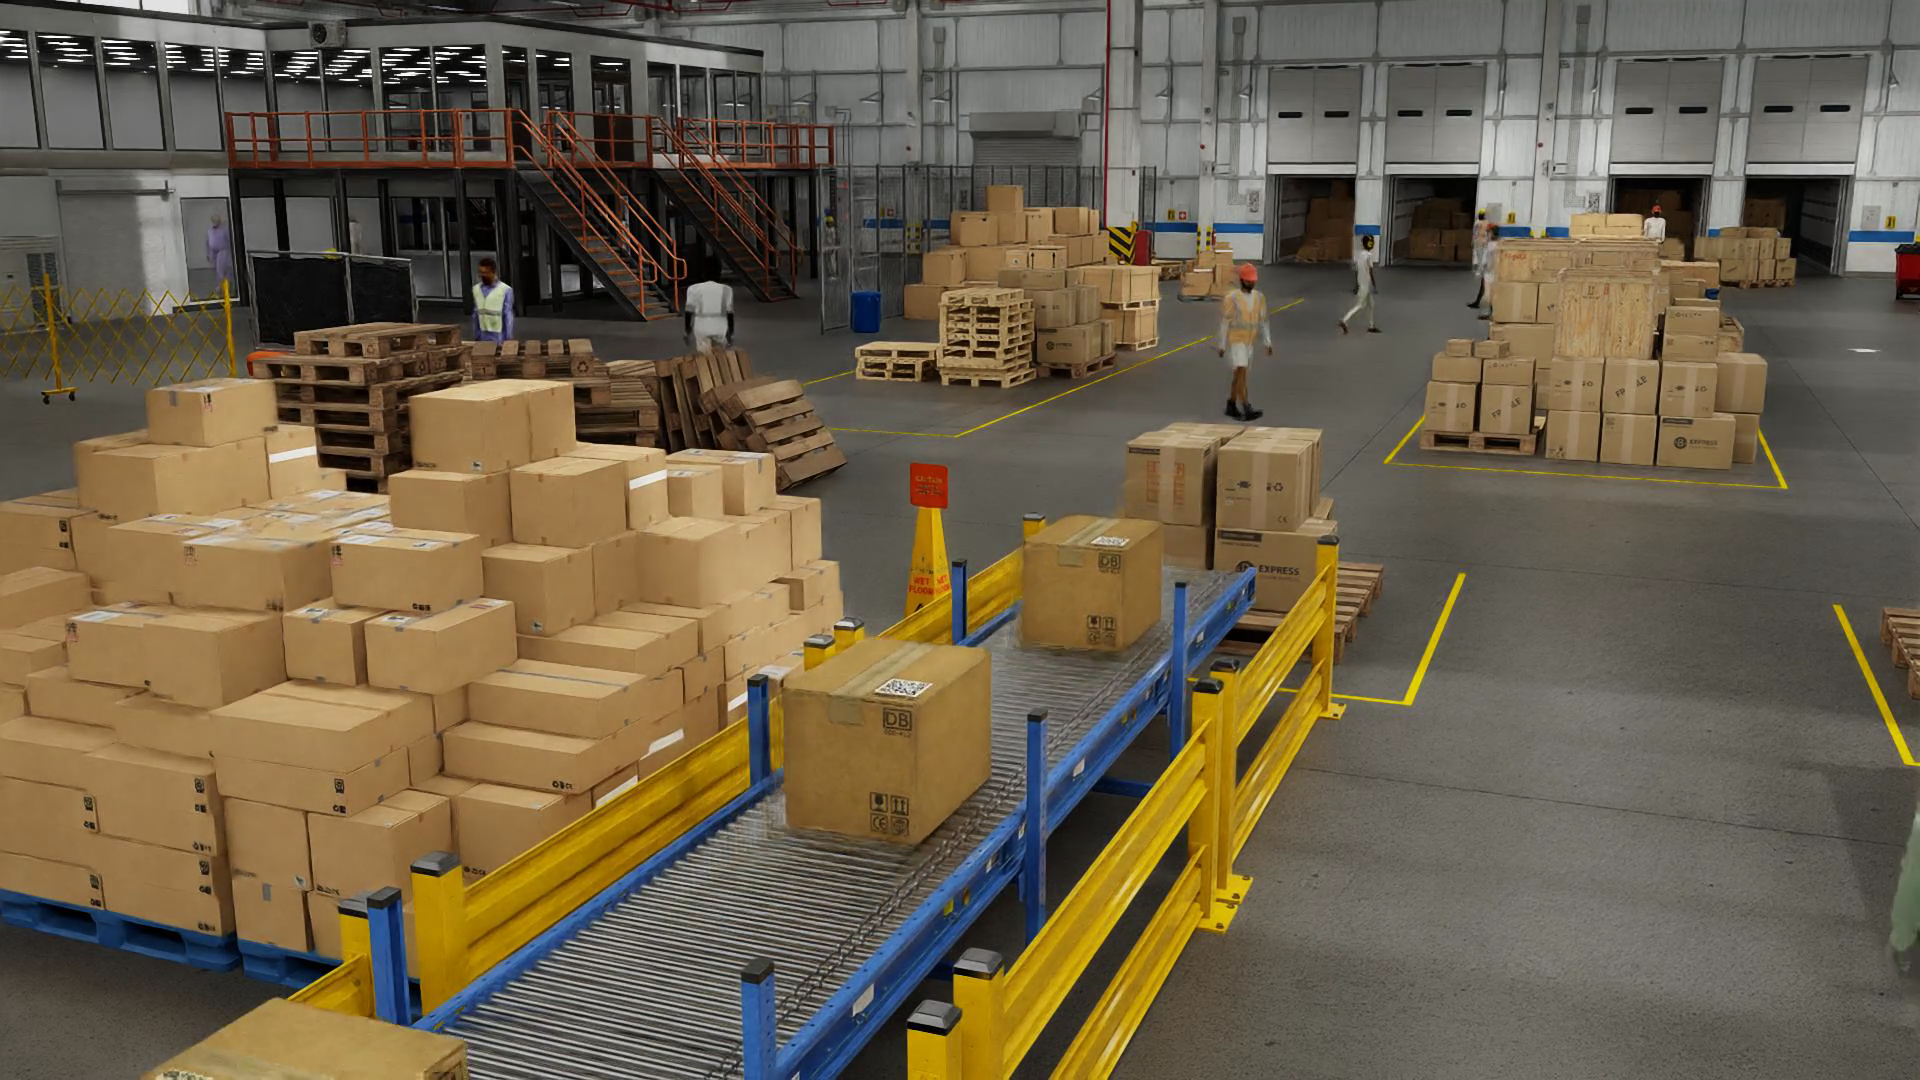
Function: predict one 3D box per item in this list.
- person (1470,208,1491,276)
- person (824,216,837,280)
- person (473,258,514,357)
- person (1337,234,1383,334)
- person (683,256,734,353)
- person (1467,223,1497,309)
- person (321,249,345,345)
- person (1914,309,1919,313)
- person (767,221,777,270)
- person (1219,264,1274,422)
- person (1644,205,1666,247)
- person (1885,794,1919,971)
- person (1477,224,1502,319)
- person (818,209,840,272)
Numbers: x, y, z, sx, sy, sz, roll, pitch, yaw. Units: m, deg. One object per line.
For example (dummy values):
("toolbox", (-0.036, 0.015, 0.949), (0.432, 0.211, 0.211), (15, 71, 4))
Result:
("person", (14.822, -8.517, 47.573), (0.610, 1.907, 0.653), (-7, 14, -29))
("person", (-3.567, -8.019, 45.728), (0.294, 1.744, 0.487), (-5, 13, -21))
("person", (-5.913, -2.614, 21.117), (0.592, 1.909, 0.425), (6, 14, 24))
("person", (7.448, -4.734, 30.794), (0.875, 1.839, 0.519), (-1, 13, -6))
("person", (-3.206, -2.677, 21.386), (0.626, 1.927, 1.004), (-5, 13, -21))
("person", (11.641, -5.976, 36.285), (1.041, 1.872, 0.556), (-4, 13, -16))
("person", (-9.985, -3.762, 26.584), (0.535, 1.767, 0.315), (12, 17, 43))
("person", (20.424, -5.661, 34.933), (0.429, 1.840, 0.634), (-1, 13, -6))
("person", (-5.912, -8.965, 49.776), (0.980, 1.832, 0.598), (3, 13, 12))
("person", (3.473, -2.383, 20.120), (0.557, 1.880, 0.969), (-6, 14, -26))
("person", (19.846, -8.557, 47.570), (0.612, 1.995, 0.382), (1, 13, 3))
("person", (2.938, 1.181, 4.756), (0.502, 1.617, 0.493), (4, 13, 16))
("person", (10.844, -5.397, 33.574), (0.563, 1.926, 0.641), (0, 13, 1))
("person", (-3.915, -8.979, 49.727), (0.626, 1.890, 1.005), (-2, 13, -11))
